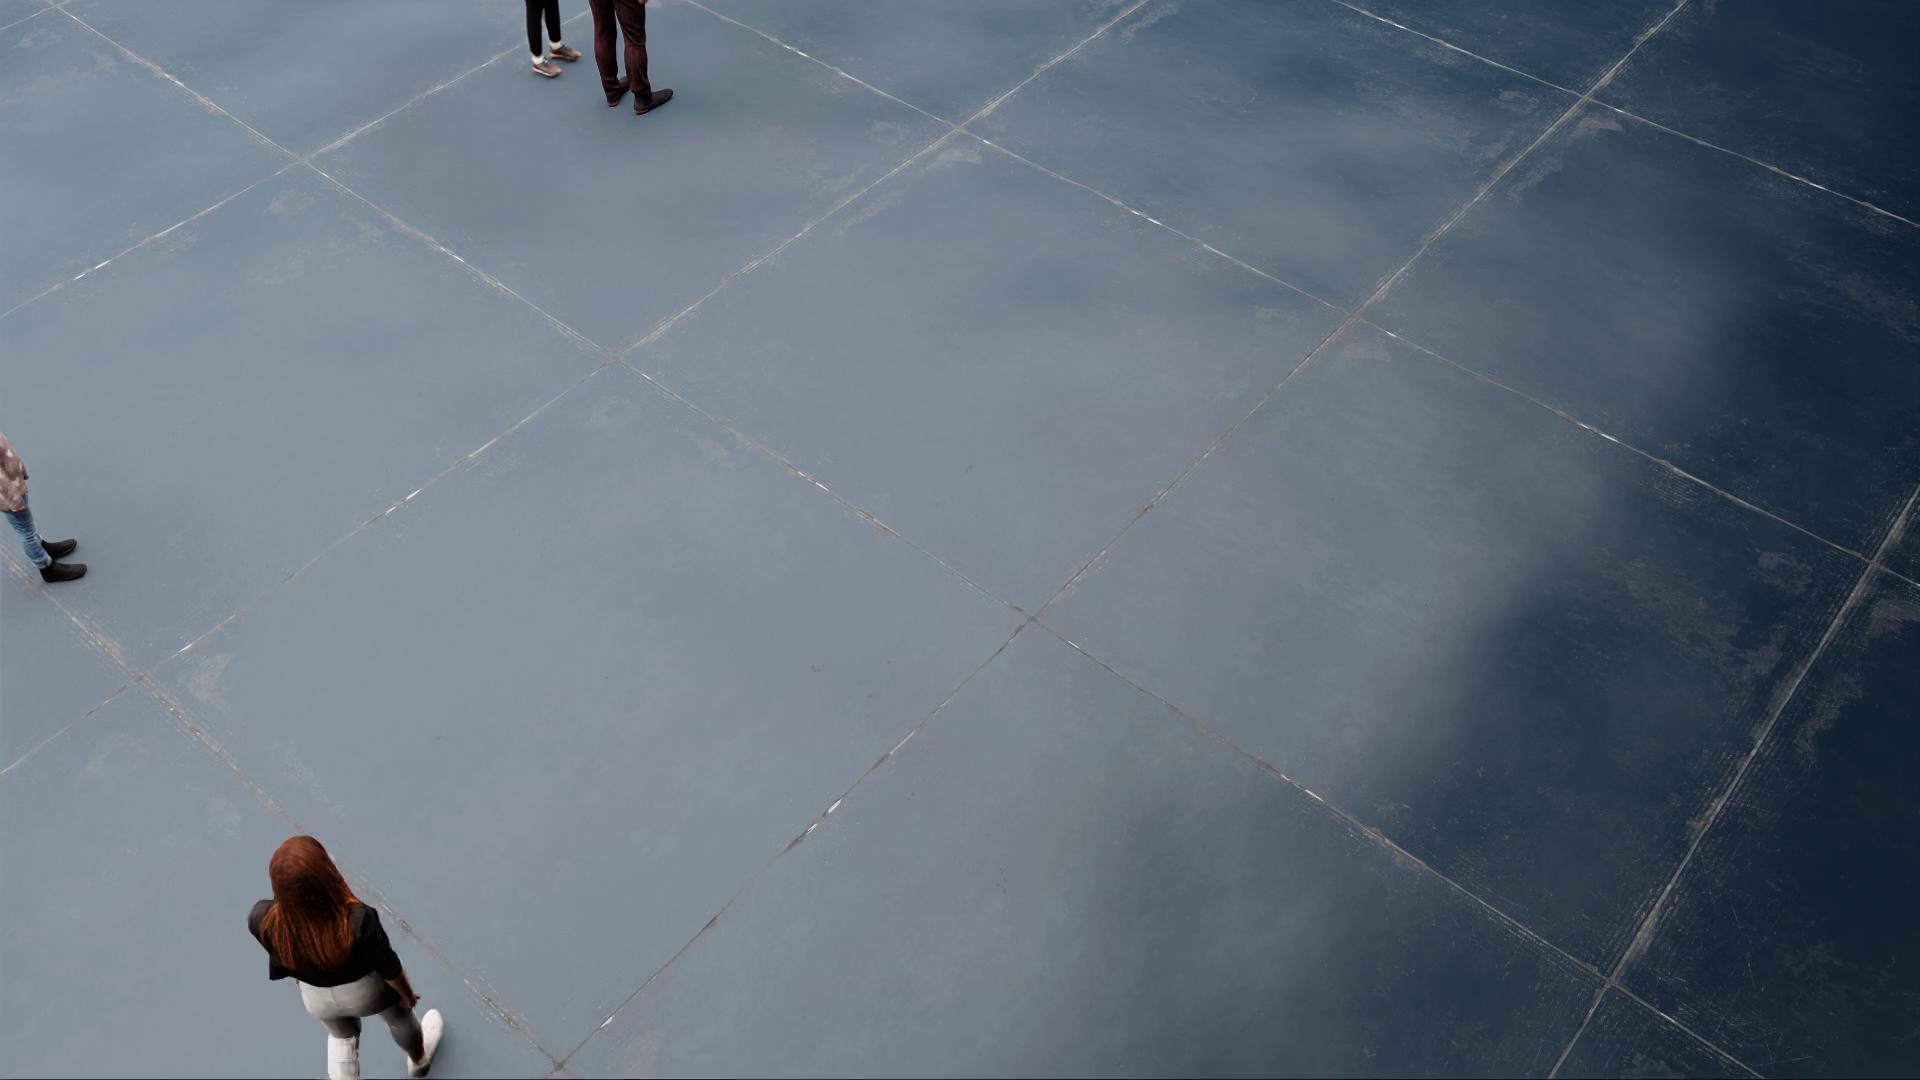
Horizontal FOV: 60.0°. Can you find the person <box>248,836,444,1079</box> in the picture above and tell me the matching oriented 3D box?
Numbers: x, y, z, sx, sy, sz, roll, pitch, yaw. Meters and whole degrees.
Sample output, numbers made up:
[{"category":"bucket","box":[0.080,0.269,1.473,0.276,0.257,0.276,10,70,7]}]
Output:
[{"category":"person","box":[-2.157,1.609,5.809,0.954,1.689,1.038,0,47,0]}]

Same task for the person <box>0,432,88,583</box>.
[{"category":"person","box":[-4.536,-0.269,7.882,0.547,1.194,0.534,-24,52,-20]}]

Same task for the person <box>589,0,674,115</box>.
[{"category":"person","box":[-2.200,-3.565,10.472,0.742,1.865,0.685,20,50,17]}]

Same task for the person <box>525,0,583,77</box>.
[{"category":"person","box":[-2.787,-3.790,10.943,0.667,1.479,0.509,19,50,17]}]
